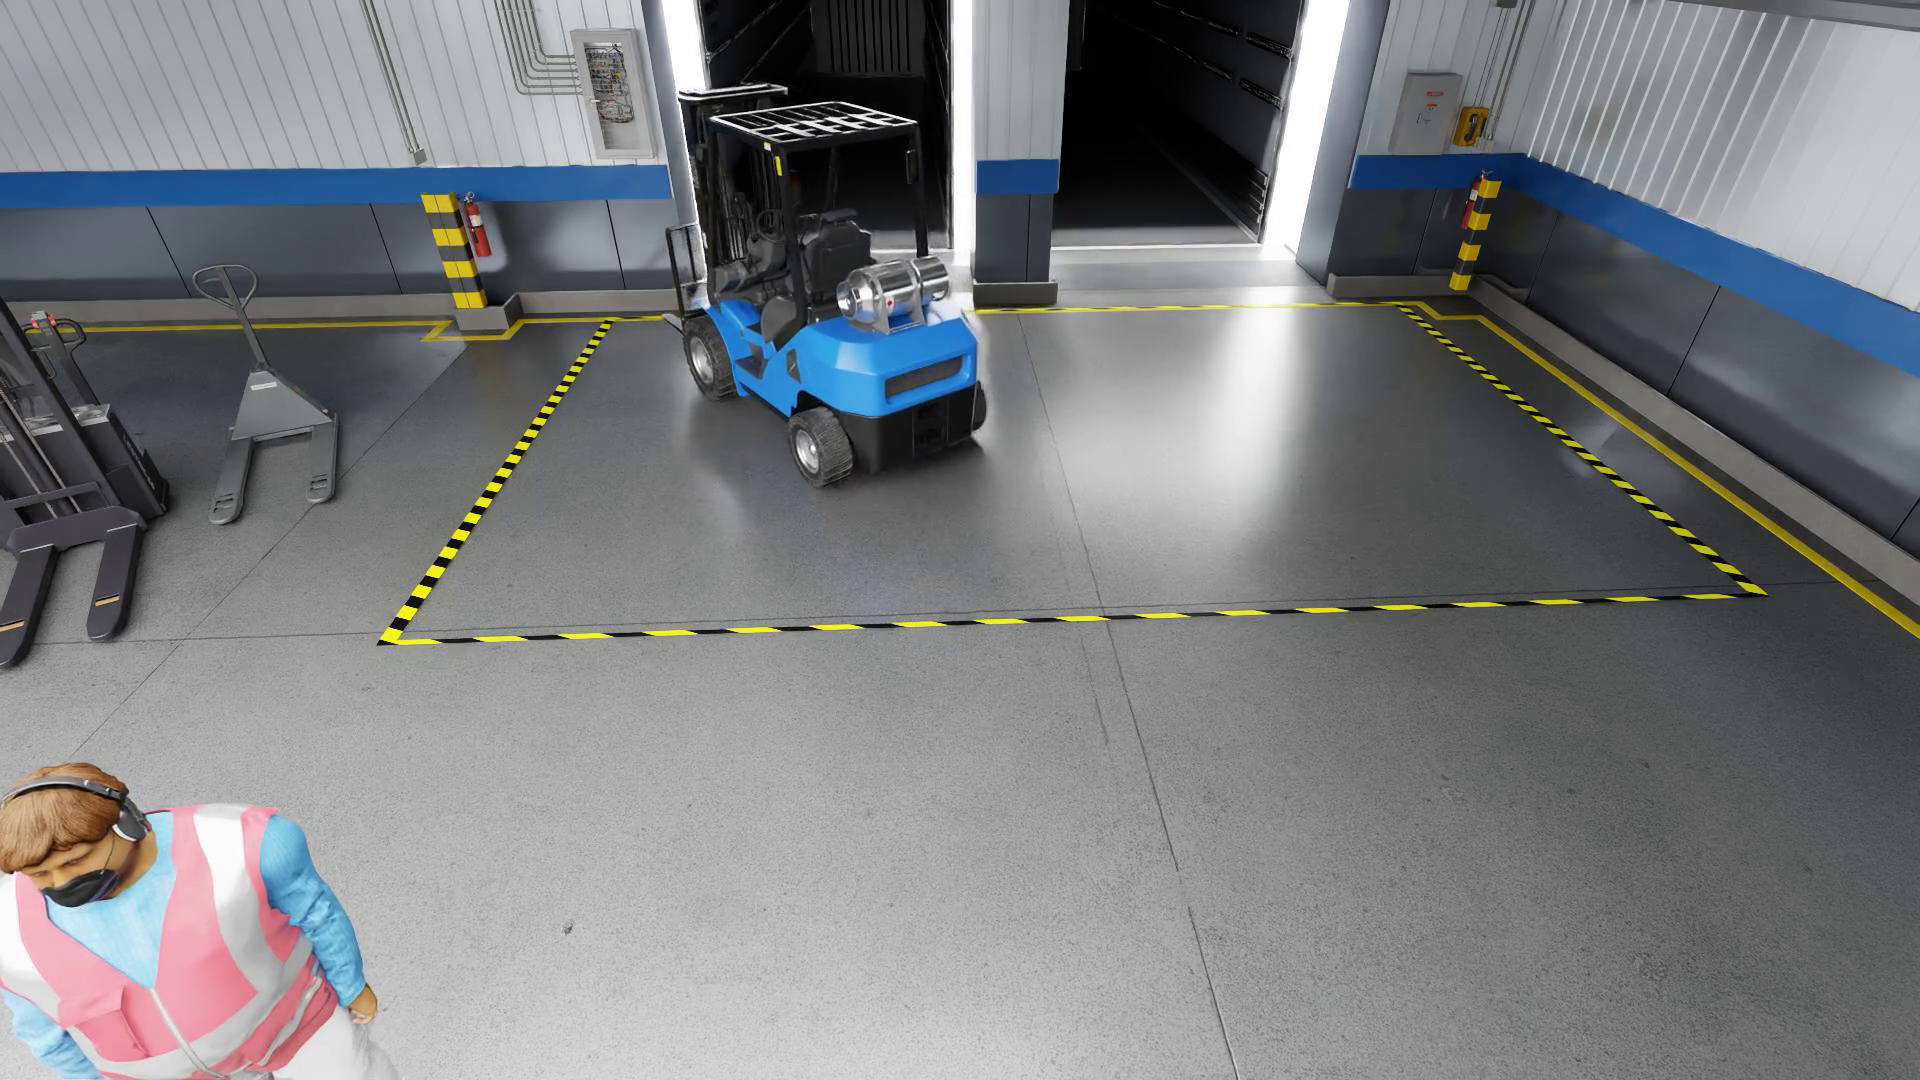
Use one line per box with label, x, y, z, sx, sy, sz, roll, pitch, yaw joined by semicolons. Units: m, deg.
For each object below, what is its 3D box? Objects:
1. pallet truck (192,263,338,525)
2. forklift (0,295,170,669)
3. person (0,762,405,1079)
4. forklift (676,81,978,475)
pallet truck;-4.778;-1.027;6.128;0.680;1.201;1.601;-17;38;-23
forklift;-5.212;-0.618;4.878;0.823;1.965;1.885;-20;39;-26
person;-1.836;1.248;2.332;0.626;1.844;0.429;-21;40;-27
forklift;-1.018;-1.945;6.471;1.157;2.036;2.680;-24;41;-30
